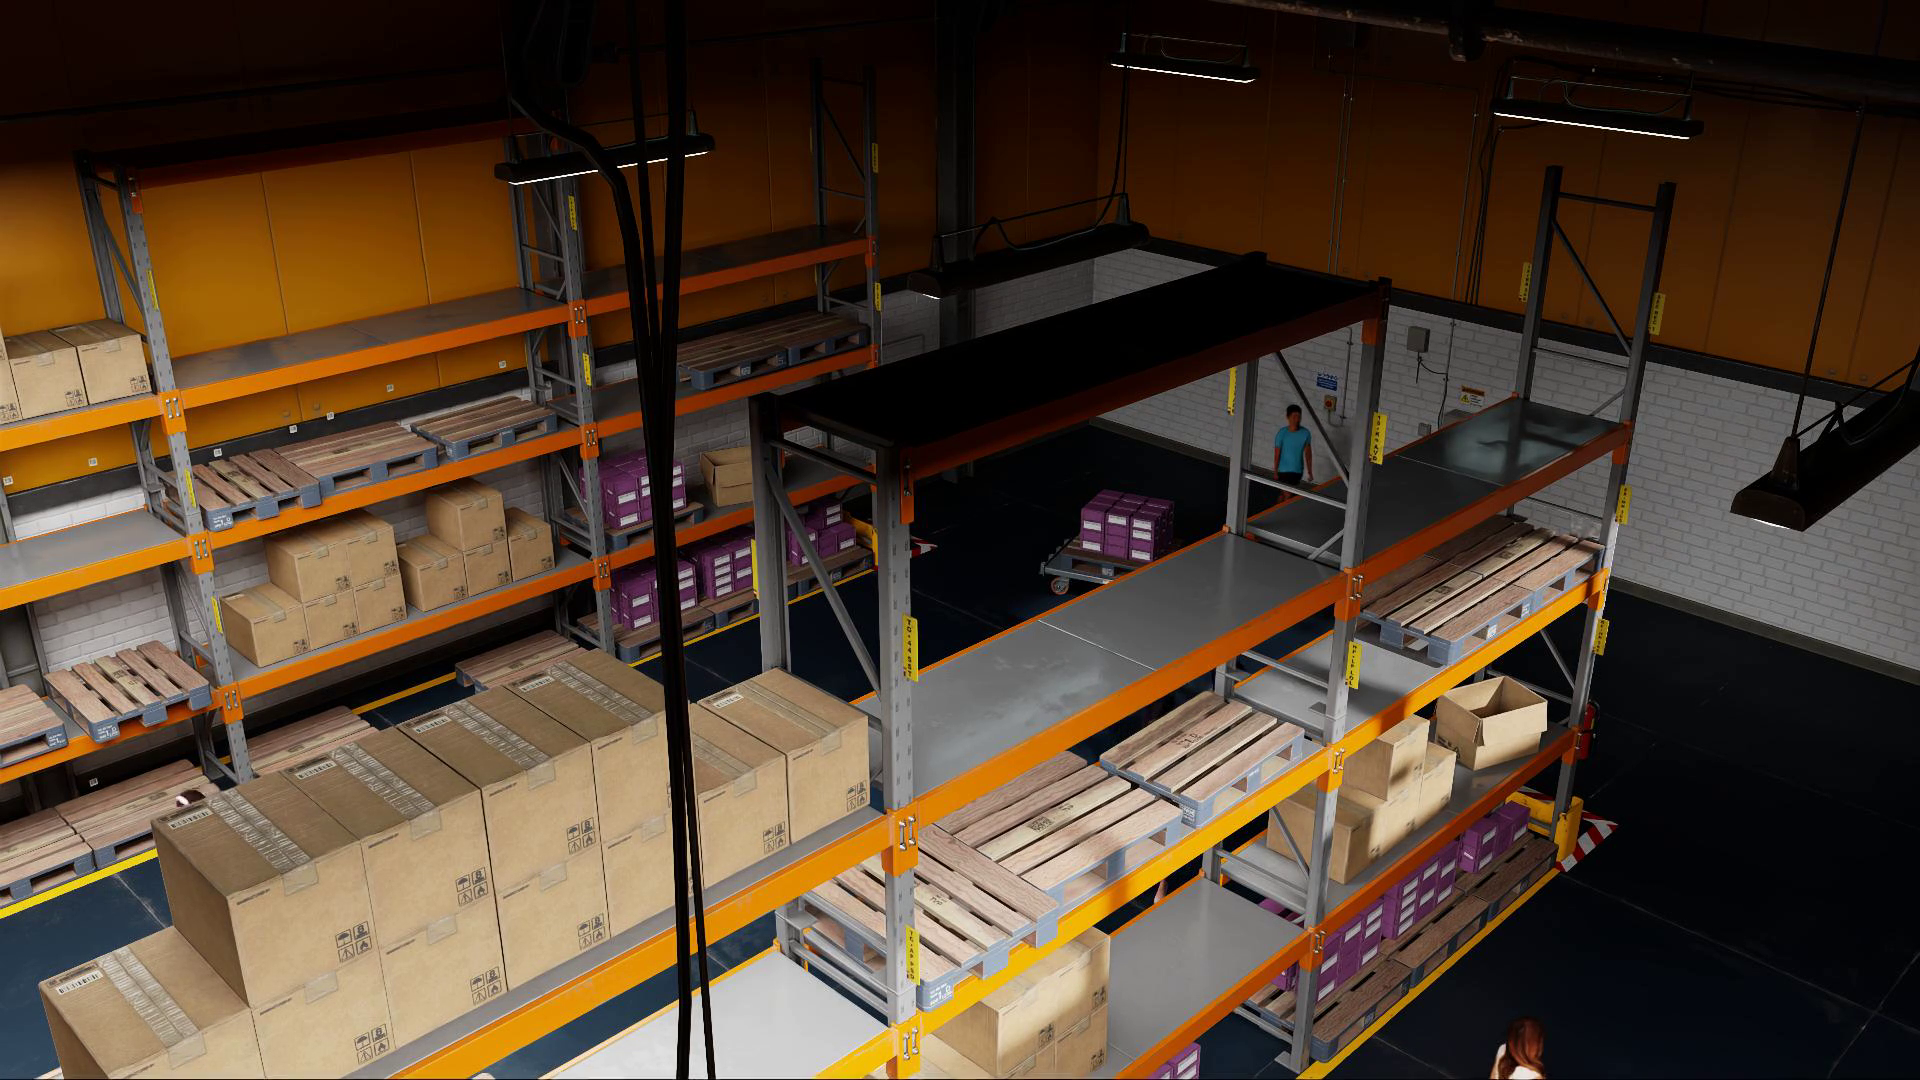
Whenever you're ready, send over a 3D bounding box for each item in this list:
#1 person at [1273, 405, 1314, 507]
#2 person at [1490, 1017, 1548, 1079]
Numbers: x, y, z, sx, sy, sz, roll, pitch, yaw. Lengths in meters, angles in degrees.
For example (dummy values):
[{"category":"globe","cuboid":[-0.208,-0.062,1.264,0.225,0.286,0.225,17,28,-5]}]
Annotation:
[{"category":"person","cuboid":[4.189,-0.896,21.260,1.196,1.732,1.090,-6,24,-14]},{"category":"person","cuboid":[3.467,3.763,10.538,0.674,1.784,0.680,-8,25,-17]}]
